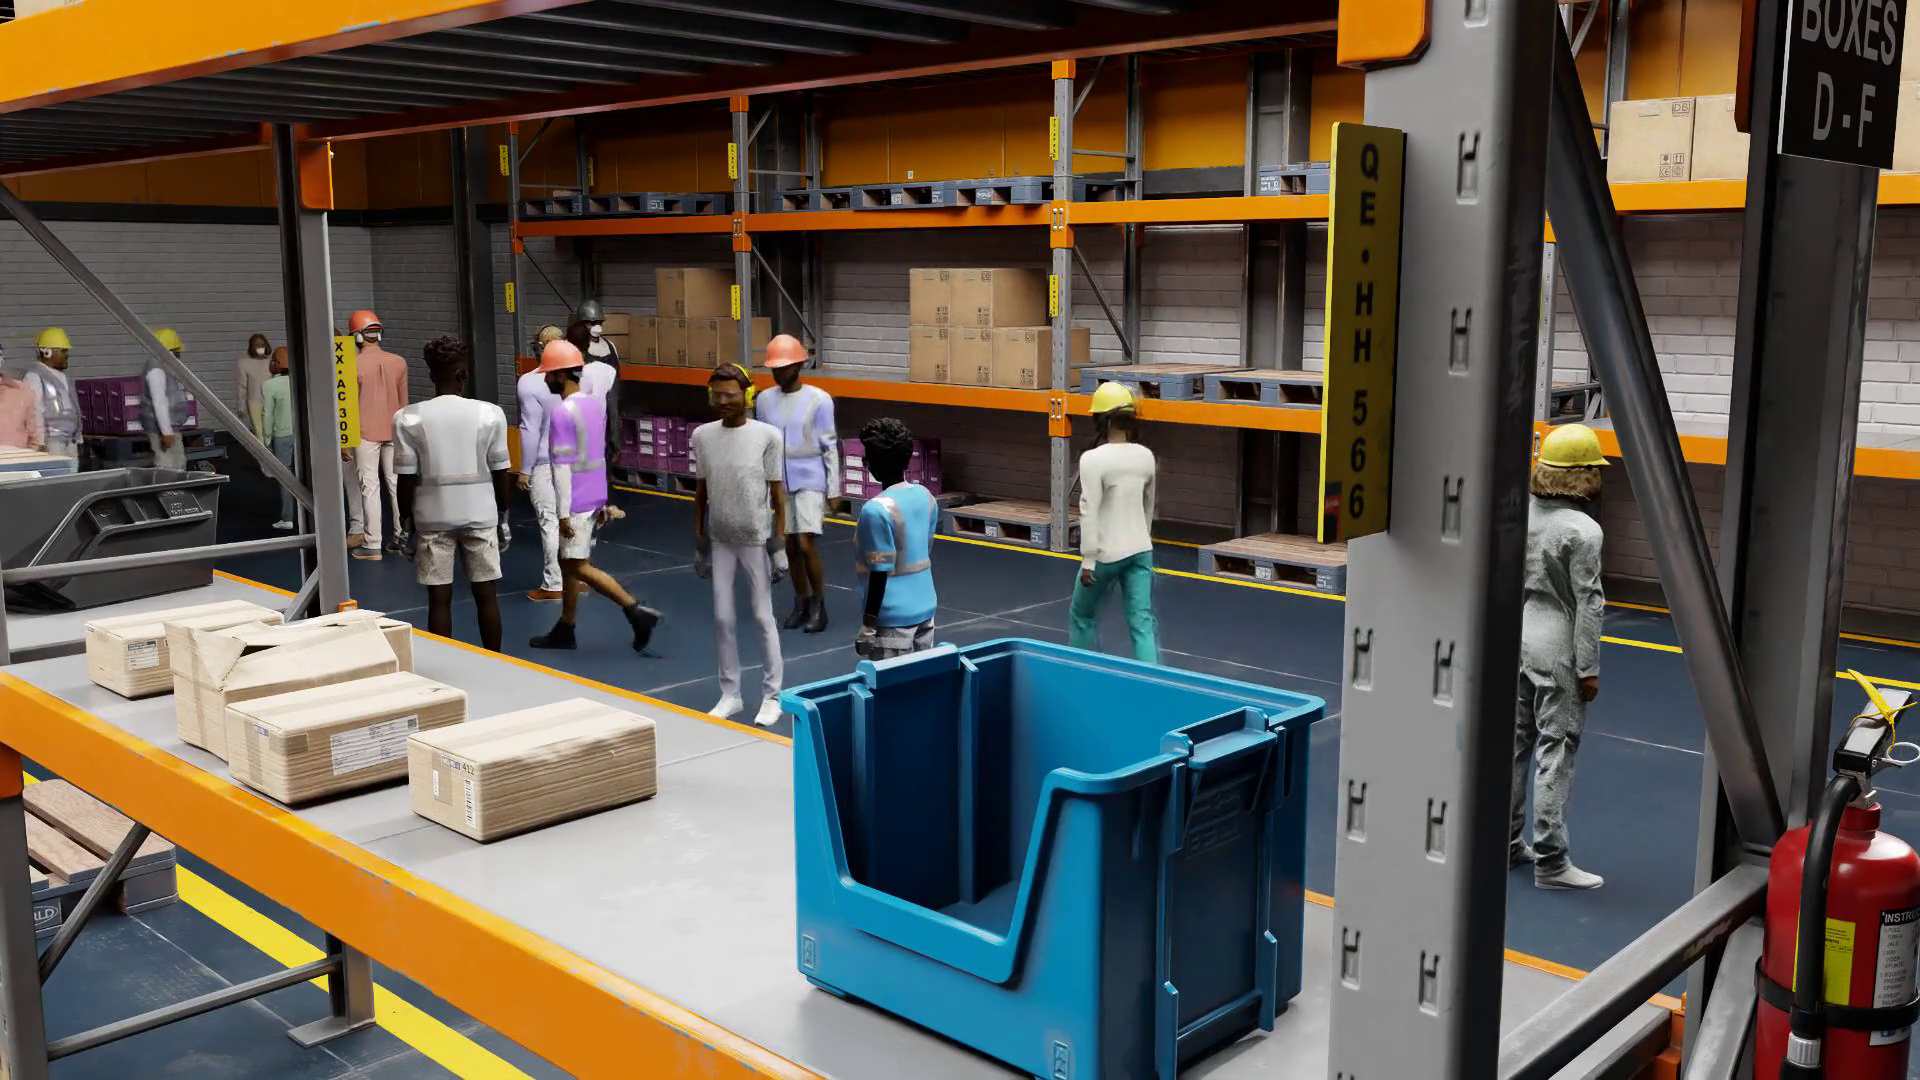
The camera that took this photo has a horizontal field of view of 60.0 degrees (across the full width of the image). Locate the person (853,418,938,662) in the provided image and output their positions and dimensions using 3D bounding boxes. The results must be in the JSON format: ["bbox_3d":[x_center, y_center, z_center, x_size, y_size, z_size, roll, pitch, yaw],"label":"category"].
[{"bbox_3d":[-0.277,0.327,7.071,0.320,1.692,0.531,4,10,24],"label":"person"}]

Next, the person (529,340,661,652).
[{"bbox_3d":[-2.209,-0.242,9.945,0.835,1.905,0.542,2,9,11],"label":"person"}]

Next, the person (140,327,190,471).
[{"bbox_3d":[-7.270,-1.049,15.212,0.503,1.790,0.615,-2,9,-11],"label":"person"}]

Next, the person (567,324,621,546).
[{"bbox_3d":[-3.097,-0.827,13.601,0.609,1.881,0.908,-4,10,-22],"label":"person"}]

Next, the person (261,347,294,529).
[{"bbox_3d":[-5.992,-0.912,14.886,0.288,1.626,0.497,8,12,41],"label":"person"}]

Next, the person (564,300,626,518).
[{"bbox_3d":[-3.341,-1.184,15.274,0.538,2.000,0.685,7,11,35],"label":"person"}]

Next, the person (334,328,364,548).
[{"bbox_3d":[-5.211,-0.853,13.871,0.621,1.838,0.429,4,10,25],"label":"person"}]

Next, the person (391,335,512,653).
[{"bbox_3d":[-2.709,-0.109,8.914,0.607,1.963,0.373,-3,10,-20],"label":"person"}]

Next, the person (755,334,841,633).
[{"bbox_3d":[-1.051,-0.349,10.598,0.567,1.908,0.516,5,10,26],"label":"person"}]

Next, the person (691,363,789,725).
[{"bbox_3d":[-1.117,0.025,8.459,0.520,1.853,0.364,2,10,13],"label":"person"}]

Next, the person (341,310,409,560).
[{"bbox_3d":[-4.678,-0.833,13.286,0.391,1.986,0.609,7,11,35],"label":"person"}]

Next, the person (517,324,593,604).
[{"bbox_3d":[-2.816,-0.525,11.548,0.373,1.940,0.628,6,11,32],"label":"person"}]

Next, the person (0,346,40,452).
[{"bbox_3d":[-6.365,-0.402,10.937,0.480,1.892,0.647,8,12,39],"label":"person"}]

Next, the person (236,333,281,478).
[{"bbox_3d":[-7.844,-1.521,18.677,0.505,1.607,0.776,-7,12,-37],"label":"person"}]

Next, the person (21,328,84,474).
[{"bbox_3d":[-7.619,-0.874,14.034,0.421,1.819,0.620,0,9,1],"label":"person"}]

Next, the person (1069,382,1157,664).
[{"bbox_3d":[0.734,0.062,8.560,0.560,1.733,0.805,-7,12,-37],"label":"person"}]

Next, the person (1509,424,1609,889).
[{"bbox_3d":[2.245,0.432,6.274,0.321,1.743,0.488,-3,10,-18],"label":"person"}]
